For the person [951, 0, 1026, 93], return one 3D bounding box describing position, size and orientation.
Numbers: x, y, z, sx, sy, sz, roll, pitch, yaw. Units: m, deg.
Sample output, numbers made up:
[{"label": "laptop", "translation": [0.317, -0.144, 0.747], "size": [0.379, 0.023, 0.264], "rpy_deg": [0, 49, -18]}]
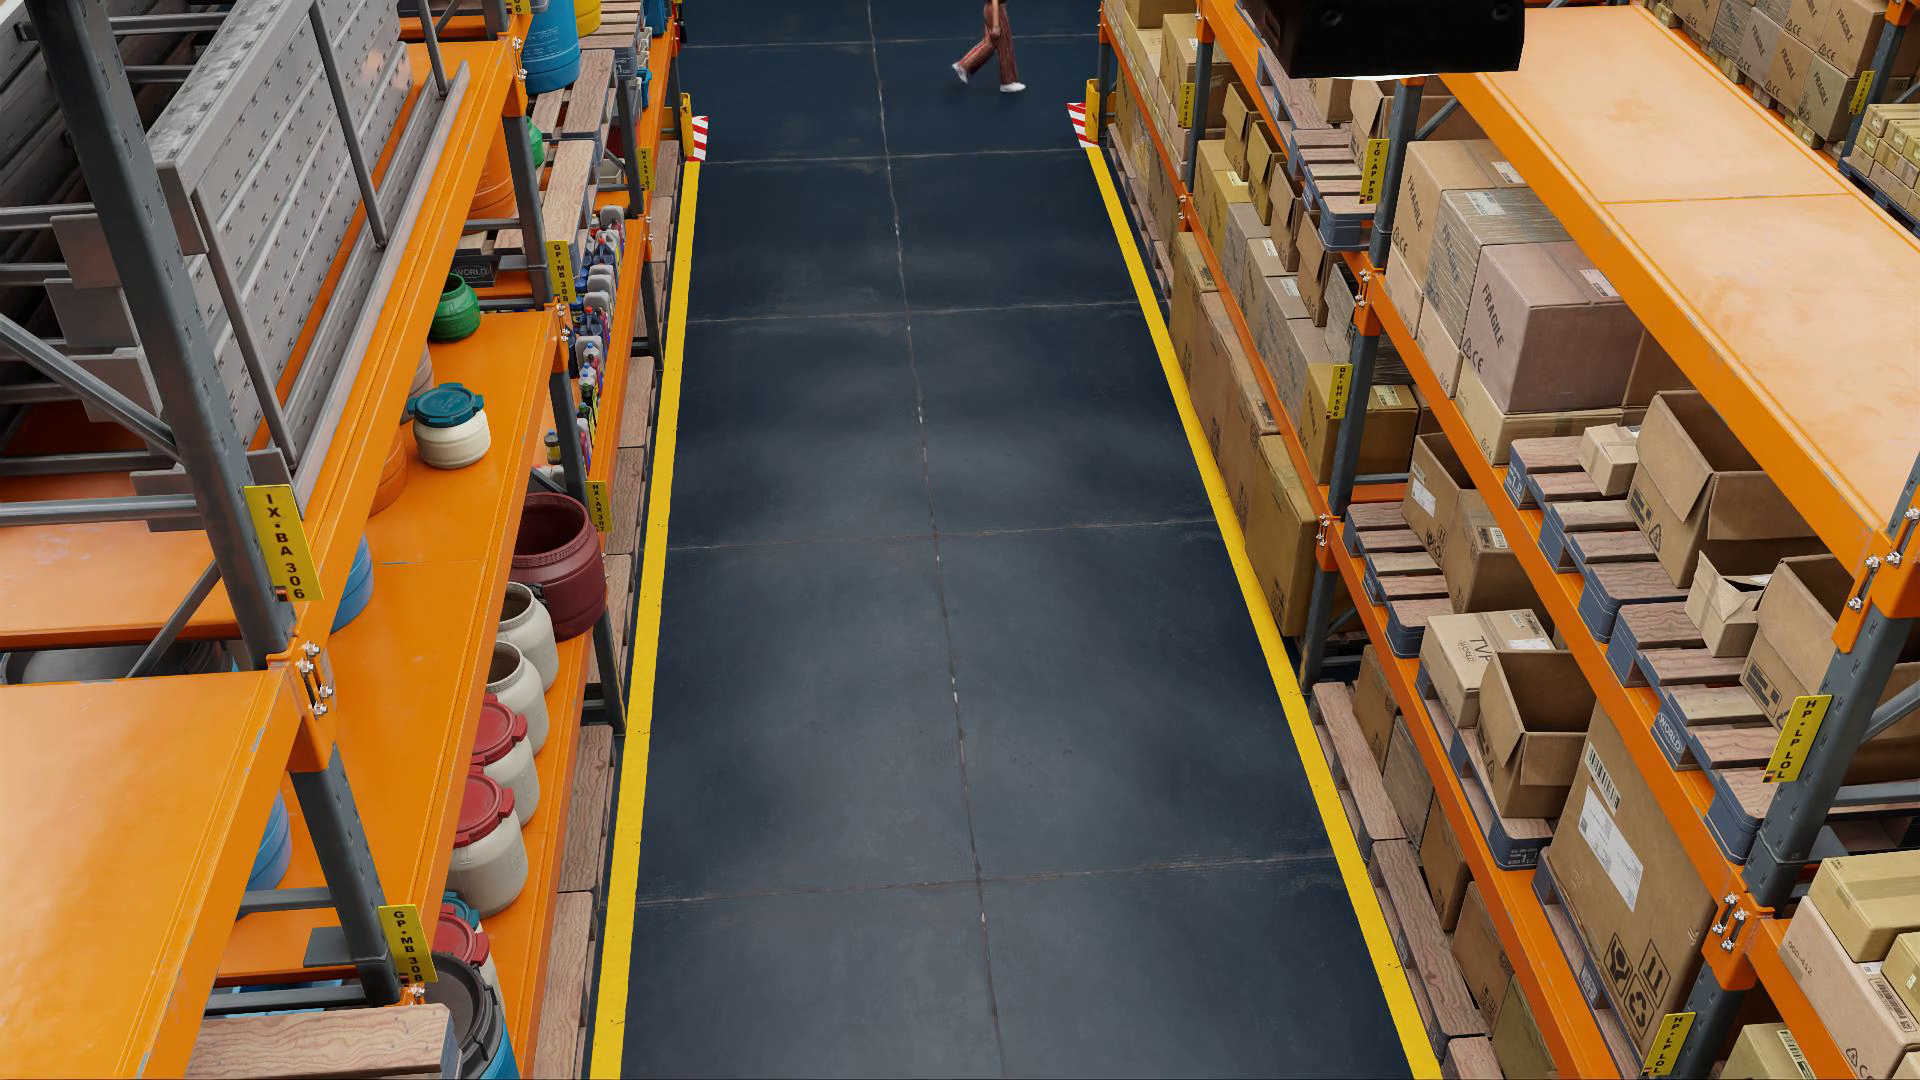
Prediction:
[{"label": "person", "translation": [0.285, -5.237, 16.627], "size": [0.617, 1.545, 0.908], "rpy_deg": [-1, 37, -1]}]
